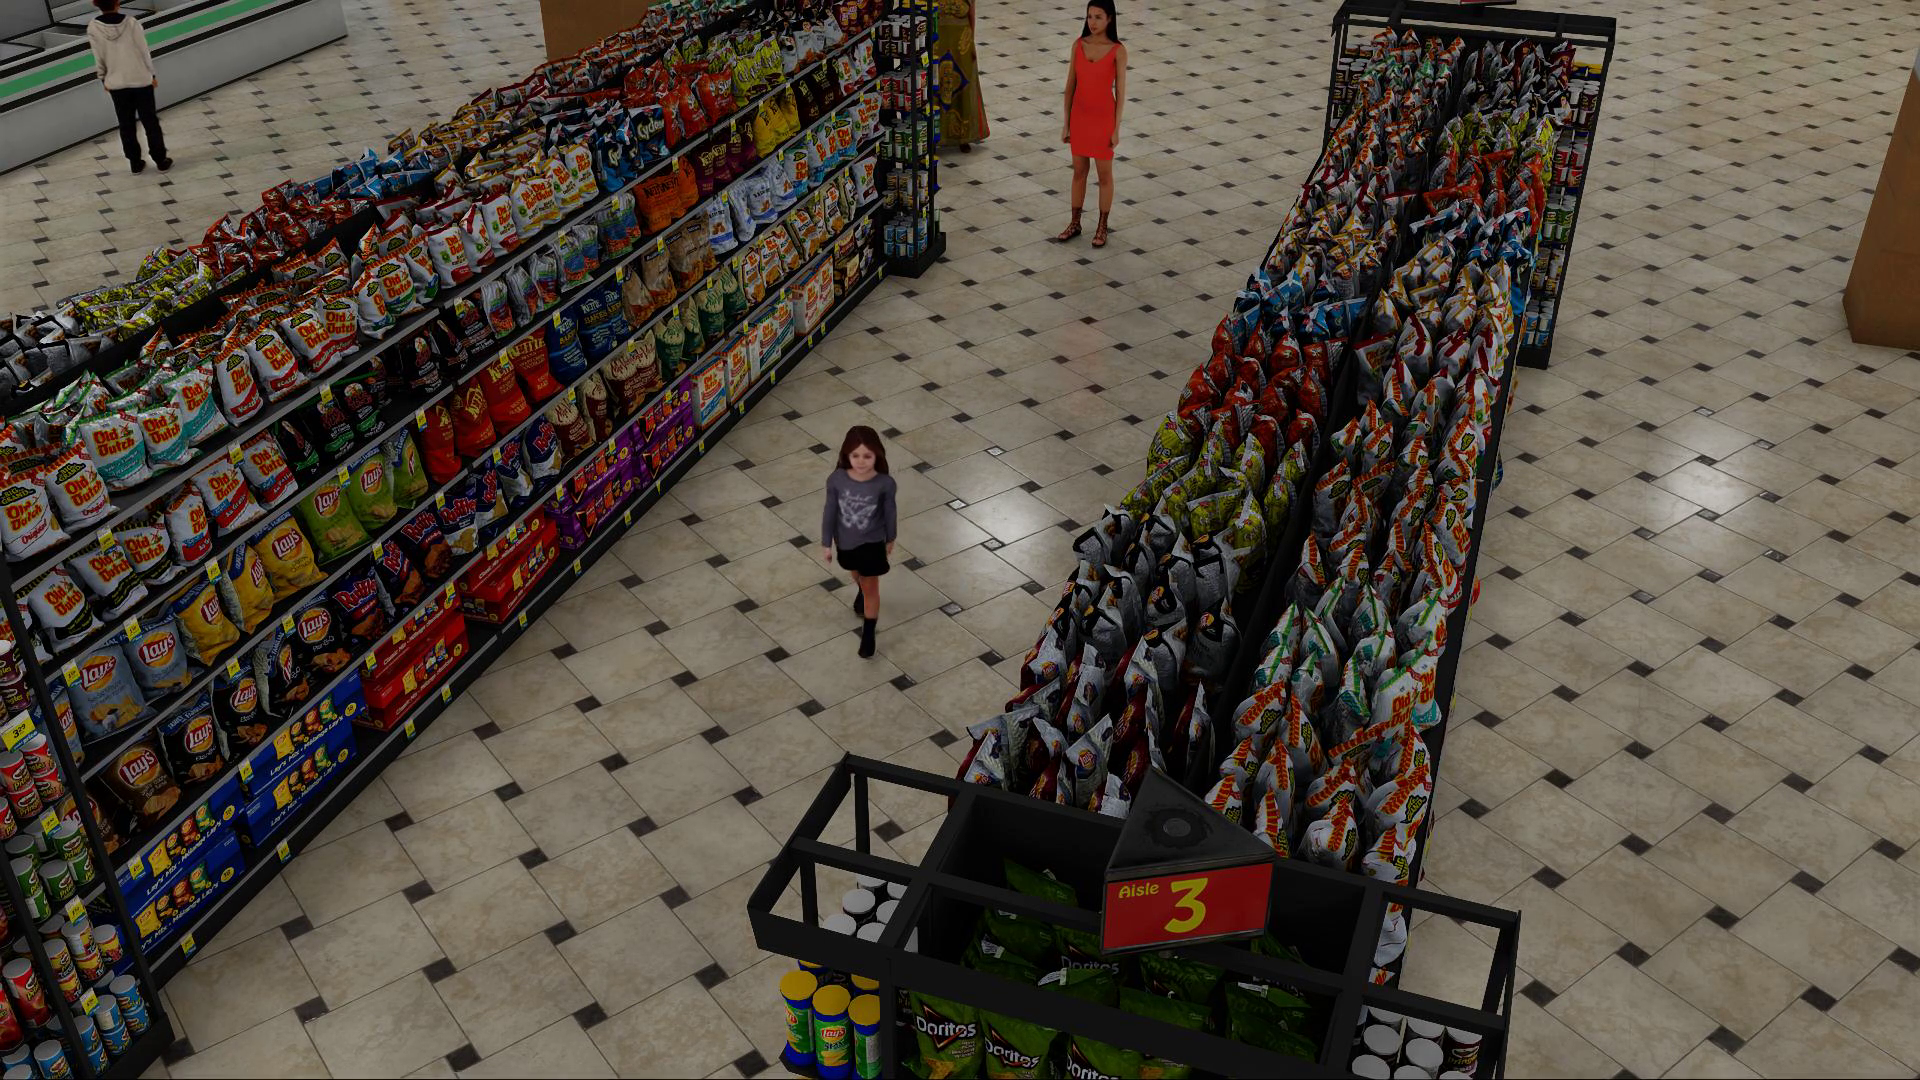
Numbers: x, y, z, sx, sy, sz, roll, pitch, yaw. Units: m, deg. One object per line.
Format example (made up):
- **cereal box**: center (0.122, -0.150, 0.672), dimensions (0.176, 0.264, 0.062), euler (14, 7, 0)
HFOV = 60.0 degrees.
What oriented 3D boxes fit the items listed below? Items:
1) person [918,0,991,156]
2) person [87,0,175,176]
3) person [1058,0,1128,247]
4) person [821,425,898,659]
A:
- **person**: center (-0.100, -3.923, 13.264), dimensions (1.001, 1.659, 1.020), euler (-8, 33, -12)
- **person**: center (-6.442, -3.563, 12.881), dimensions (0.649, 1.453, 0.652), euler (-4, 32, -6)
- **person**: center (0.934, -2.912, 11.583), dimensions (0.594, 1.719, 0.537), euler (13, 34, 20)
- **person**: center (-0.450, -0.054, 7.594), dimensions (0.585, 1.080, 0.832), euler (4, 32, 6)
